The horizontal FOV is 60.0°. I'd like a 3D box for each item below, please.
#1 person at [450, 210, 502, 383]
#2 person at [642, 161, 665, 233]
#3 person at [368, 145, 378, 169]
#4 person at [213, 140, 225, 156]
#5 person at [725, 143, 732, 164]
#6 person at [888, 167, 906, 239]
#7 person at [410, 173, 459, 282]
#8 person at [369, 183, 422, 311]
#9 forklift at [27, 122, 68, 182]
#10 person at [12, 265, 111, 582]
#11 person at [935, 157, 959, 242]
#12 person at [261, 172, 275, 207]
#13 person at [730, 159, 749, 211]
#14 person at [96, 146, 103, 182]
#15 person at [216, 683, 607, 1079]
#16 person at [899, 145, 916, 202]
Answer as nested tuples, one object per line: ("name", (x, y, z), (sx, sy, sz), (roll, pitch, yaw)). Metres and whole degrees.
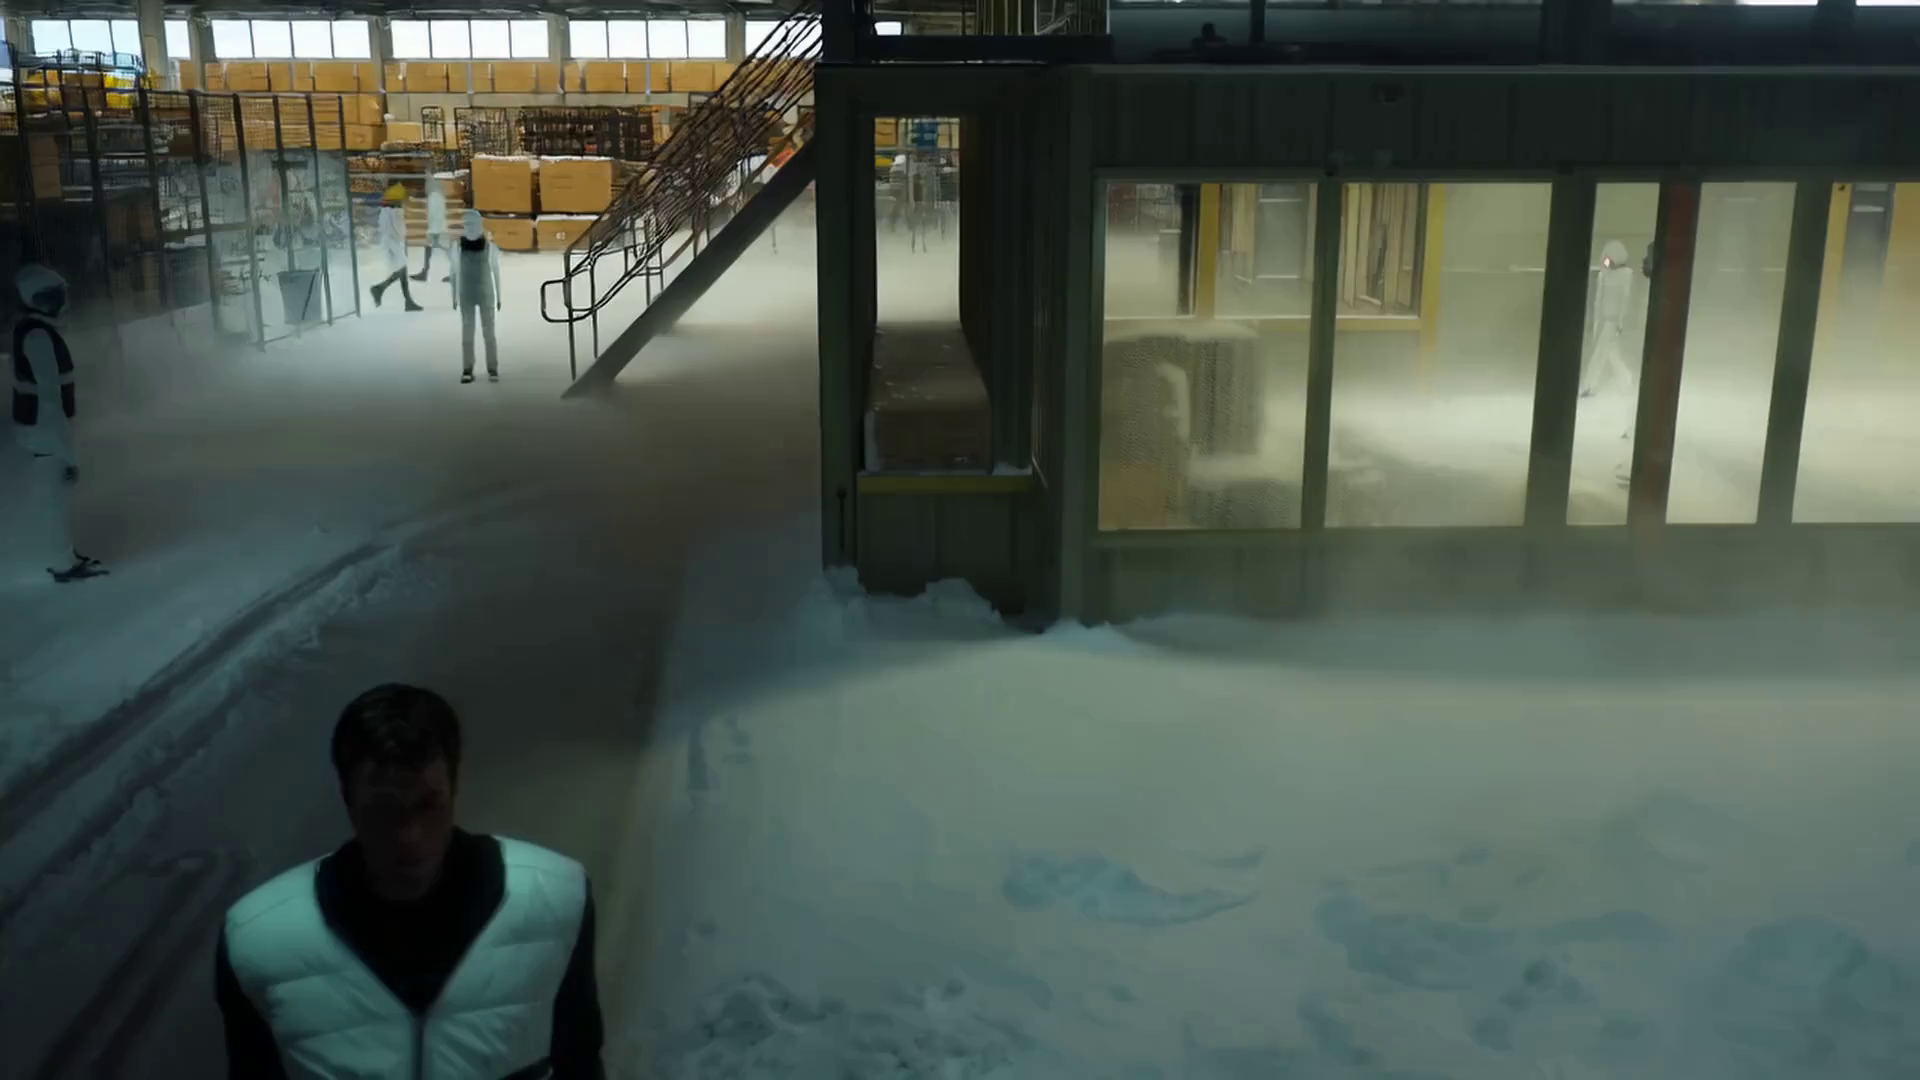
("person", (-5.193, -2.613, 17.880), (0.517, 1.841, 0.324), (-4, 14, -14))
("person", (-7.822, -8.778, 42.544), (0.600, 1.829, 0.404), (1, 14, 6))
("person", (-26.006, -16.481, 73.384), (0.849, 1.799, 0.624), (4, 15, 14))
("person", (-37.632, -19.350, 84.574), (0.615, 1.958, 1.001), (-8, 16, -28))
("person", (-11.614, -19.287, 84.578), (0.858, 1.808, 0.605), (0, 14, 1))
("person", (-1.490, -8.161, 40.284), (0.384, 1.726, 0.499), (0, 14, -1))
("person", (-9.278, -5.471, 29.191), (0.931, 1.896, 0.560), (3, 14, 12))
("person", (-8.476, -4.350, 24.719), (0.762, 1.898, 0.571), (4, 15, 14))
("forklift", (-35.376, -14.773, 64.377), (1.129, 2.768, 1.873), (-1, 14, -2))
("person", (-5.509, -0.697, 10.080), (0.392, 1.915, 0.590), (-10, 17, -33))
("person", (-0.281, -8.009, 39.179), (0.628, 1.984, 0.426), (0, 14, 1))
("person", (-17.135, -8.315, 41.177), (0.506, 1.592, 0.845), (10, 17, 34))
("person", (-6.061, -9.654, 45.869), (0.561, 1.919, 0.598), (1, 14, 3))
("person", (-28.990, -12.243, 55.960), (0.388, 2.045, 0.605), (-11, 18, -37))
("person", (-0.878, 1.131, 2.794), (0.587, 1.910, 0.396), (-5, 15, -20))
("person", (-1.858, -13.238, 60.039), (0.636, 1.991, 0.994), (2, 14, 7))
